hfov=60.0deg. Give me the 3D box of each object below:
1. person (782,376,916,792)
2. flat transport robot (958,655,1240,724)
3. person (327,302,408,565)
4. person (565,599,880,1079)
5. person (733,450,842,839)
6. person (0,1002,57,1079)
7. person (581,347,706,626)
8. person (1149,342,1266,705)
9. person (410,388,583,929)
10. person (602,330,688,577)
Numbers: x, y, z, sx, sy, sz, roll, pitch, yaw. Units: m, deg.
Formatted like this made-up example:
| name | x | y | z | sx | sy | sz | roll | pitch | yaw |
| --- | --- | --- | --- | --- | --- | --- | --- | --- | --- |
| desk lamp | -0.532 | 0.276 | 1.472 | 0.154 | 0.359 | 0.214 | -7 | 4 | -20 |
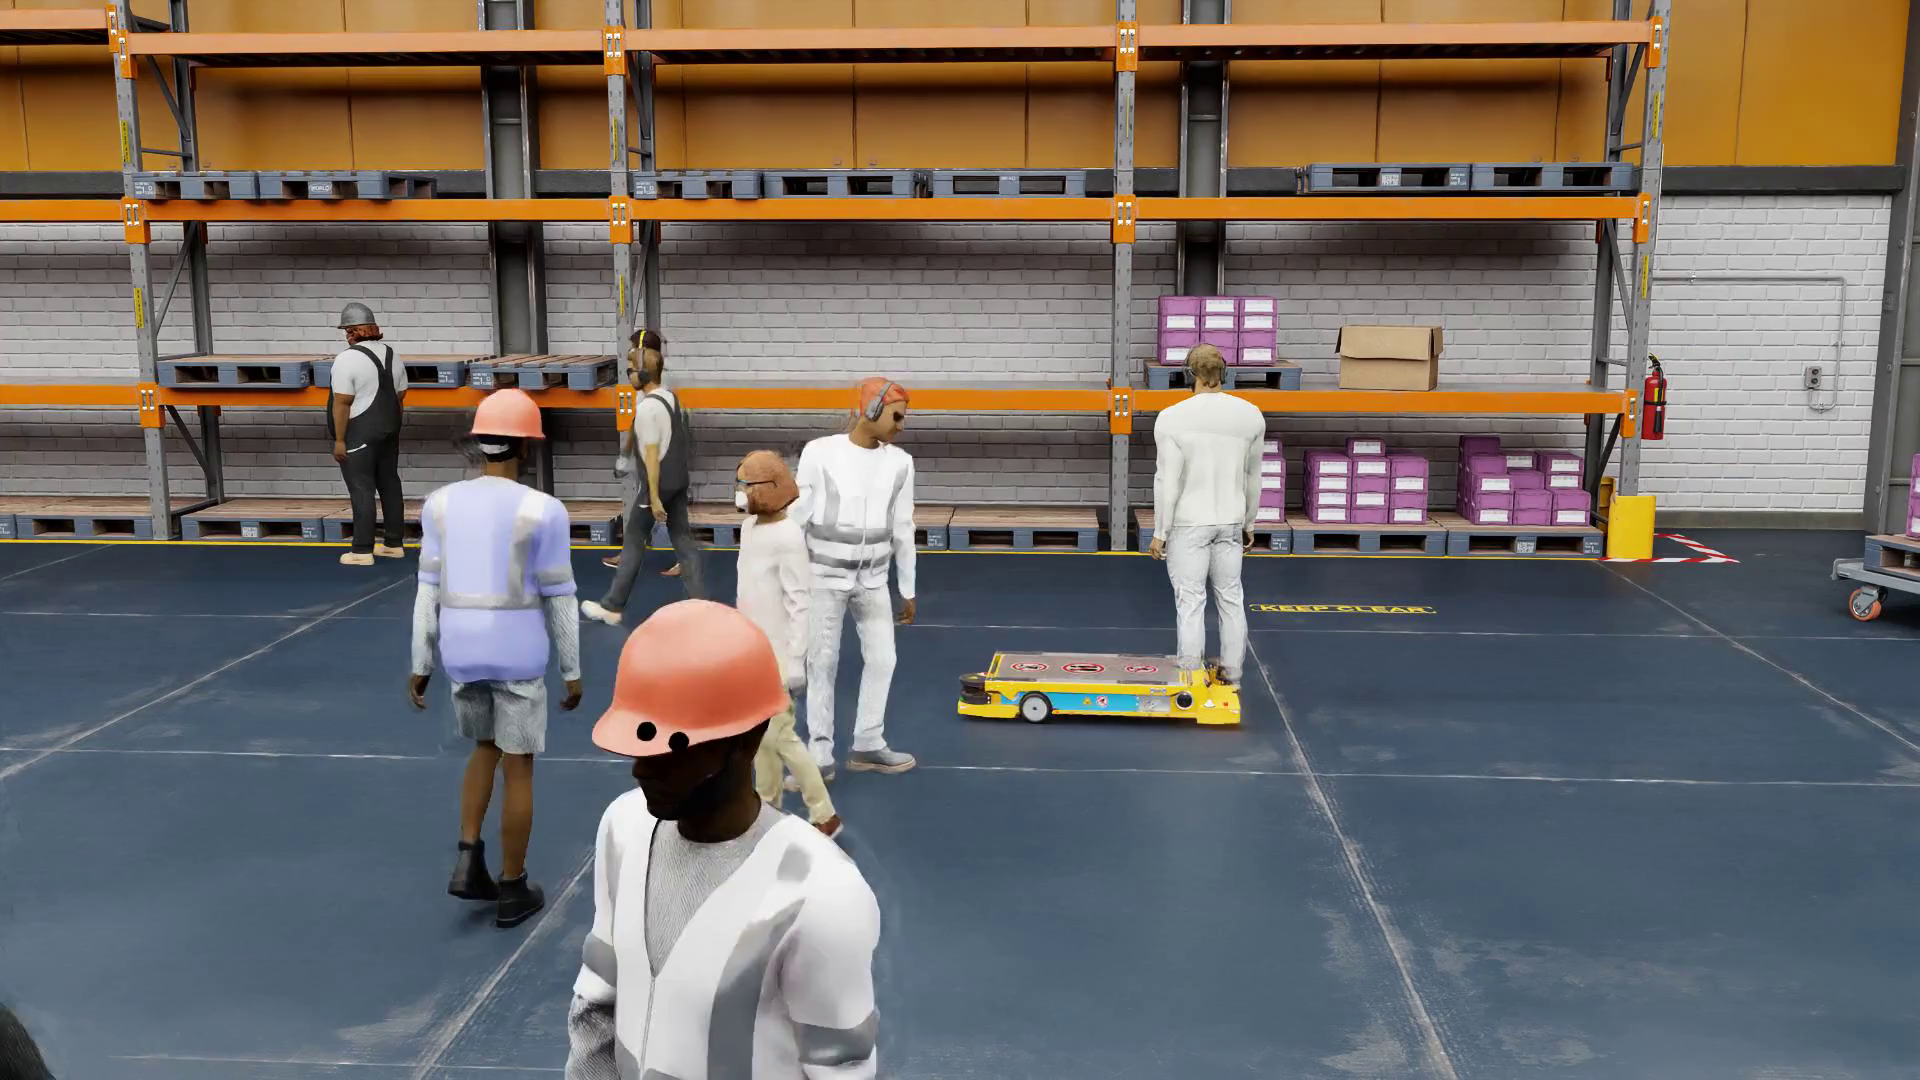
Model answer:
| name | x | y | z | sx | sy | sz | roll | pitch | yaw |
| --- | --- | --- | --- | --- | --- | --- | --- | --- | --- |
| person | -0.522 | 0.200 | 7.449 | 0.698 | 1.854 | 0.348 | -5 | 11 | -27 |
| flat transport robot | 0.731 | 0.765 | 8.735 | 1.431 | 0.197 | 0.652 | 1 | 10 | 6 |
| person | -4.649 | -0.840 | 12.955 | 0.535 | 2.000 | 0.677 | 4 | 10 | 22 |
| person | -0.333 | 0.997 | 2.676 | 0.996 | 1.898 | 0.540 | -9 | 14 | -44 |
| person | -0.749 | 0.453 | 6.640 | 0.350 | 1.644 | 0.504 | -6 | 11 | -29 |
| person | -2.652 | 0.777 | 4.022 | 1.007 | 1.869 | 0.610 | -1 | 10 | -8 |
| person | -2.029 | -0.325 | 10.658 | 0.930 | 1.799 | 0.514 | 3 | 10 | 19 |
| person | 1.282 | -0.061 | 8.713 | 0.627 | 1.934 | 0.371 | -4 | 10 | -20 |
| person | -1.651 | 0.419 | 5.962 | 0.616 | 1.909 | 0.489 | 2 | 10 | 11 |
| person | -2.340 | -0.624 | 12.314 | 0.878 | 1.829 | 0.520 | 1 | 10 | 5 |
